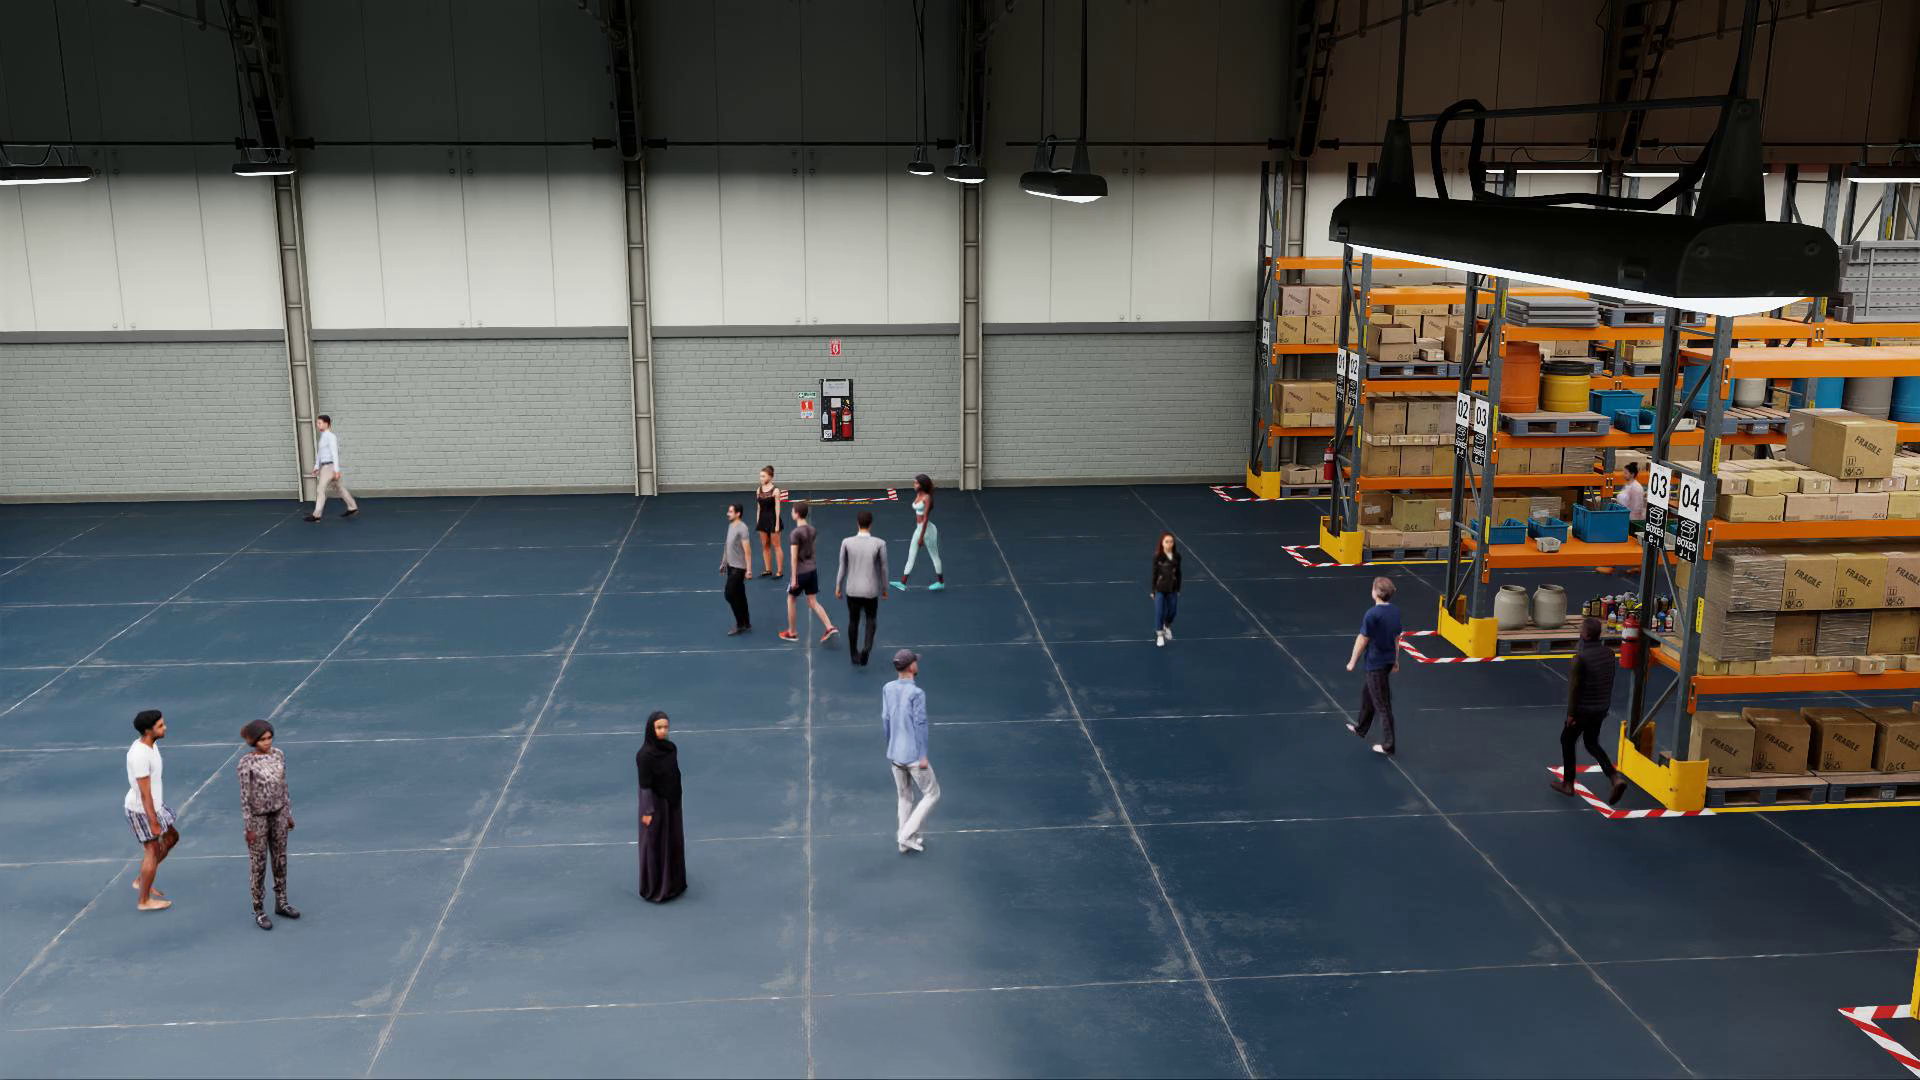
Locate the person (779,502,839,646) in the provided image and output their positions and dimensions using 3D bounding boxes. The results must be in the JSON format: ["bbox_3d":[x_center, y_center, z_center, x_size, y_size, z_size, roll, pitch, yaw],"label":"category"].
[{"bbox_3d":[-1.906,0.451,21.070,1.232,1.823,1.116,8,15,31],"label":"person"}]

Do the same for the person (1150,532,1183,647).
[{"bbox_3d":[2.590,0.607,21.172,0.557,1.472,0.643,-2,13,-8],"label":"person"}]

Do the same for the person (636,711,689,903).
[{"bbox_3d":[-2.516,2.208,13.943,0.763,1.615,0.716,9,16,33],"label":"person"}]

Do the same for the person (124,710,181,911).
[{"bbox_3d":[-6.763,2.227,13.667,0.725,1.702,0.760,-4,14,-16],"label":"person"}]

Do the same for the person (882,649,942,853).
[{"bbox_3d":[-0.510,1.899,14.700,0.808,1.876,0.859,12,18,42],"label":"person"}]

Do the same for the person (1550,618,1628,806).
[{"bbox_3d":[6.059,1.664,15.862,1.122,1.809,1.002,-6,14,-25],"label":"person"}]

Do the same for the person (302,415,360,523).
[{"bbox_3d":[-10.641,-1.205,28.278,1.307,1.796,1.077,-9,16,-35],"label":"person"}]

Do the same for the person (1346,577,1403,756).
[{"bbox_3d":[4.420,1.329,17.234,1.071,1.842,1.066,-11,17,-40],"label":"person"}]

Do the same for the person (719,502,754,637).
[{"bbox_3d":[-2.823,0.355,21.666,0.758,1.740,0.727,-7,15,-27],"label":"person"}]

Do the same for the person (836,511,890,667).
[{"bbox_3d":[-1.176,0.619,20.165,0.871,1.902,0.912,-1,13,-3],"label":"person"}]

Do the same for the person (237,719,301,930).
[{"bbox_3d":[-5.611,2.269,13.449,0.724,1.718,0.673,9,16,35],"label":"person"}]

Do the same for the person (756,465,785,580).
[{"bbox_3d":[-2.796,-0.266,24.489,0.670,1.676,0.747,8,15,31],"label":"person"}]

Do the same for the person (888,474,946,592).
[{"bbox_3d":[-0.417,-0.073,23.642,1.142,1.682,0.834,-6,14,-25],"label":"person"}]

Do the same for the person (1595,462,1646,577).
[{"bbox_3d":[9.976,-0.289,24.523,1.052,1.706,0.823,2,13,9],"label":"person"}]
